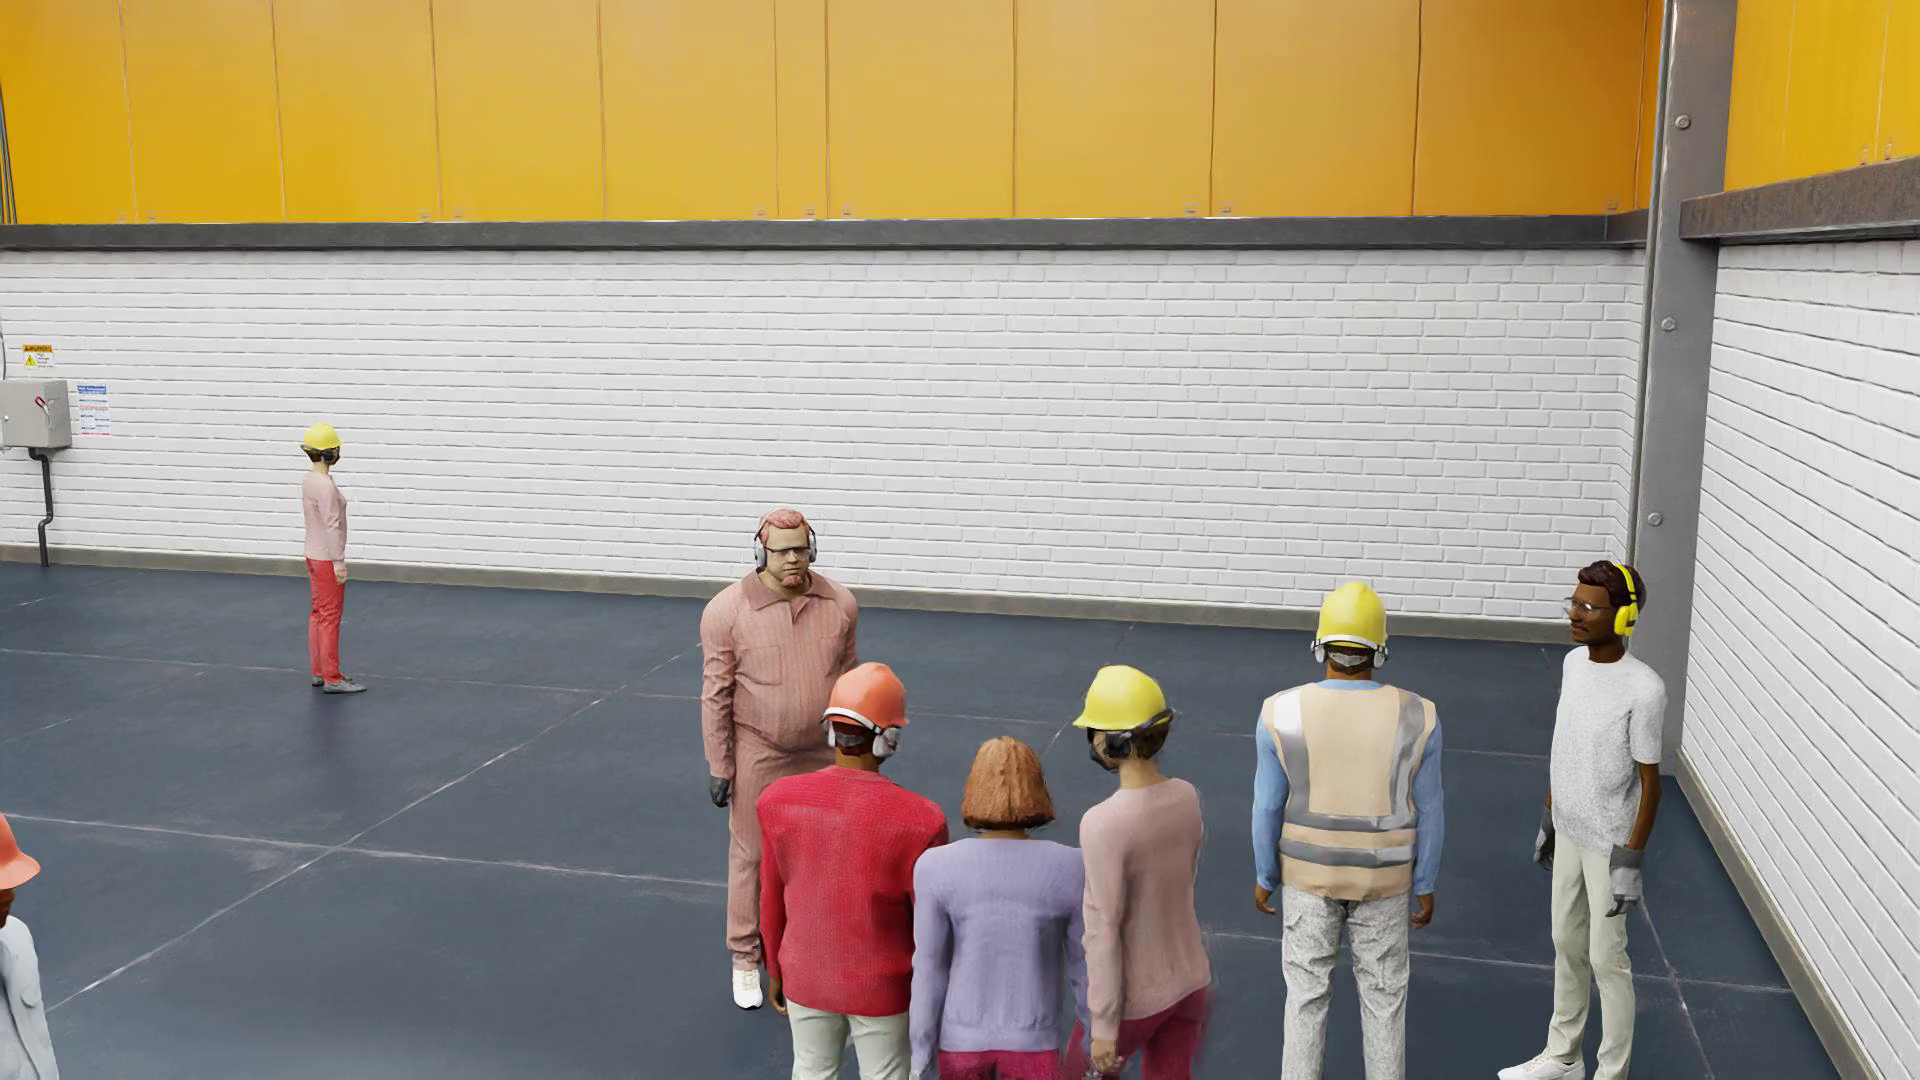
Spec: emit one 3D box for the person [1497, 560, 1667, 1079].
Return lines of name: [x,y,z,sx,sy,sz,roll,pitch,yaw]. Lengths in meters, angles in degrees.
person: [2.063,0.986,5.459,0.328,1.876,0.514,-3,10,-15]

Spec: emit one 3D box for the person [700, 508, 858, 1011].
person: [-0.653,0.820,6.340,0.651,1.906,0.402,-5,11,-27]

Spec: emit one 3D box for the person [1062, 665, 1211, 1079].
person: [0.466,1.208,4.515,0.558,1.742,0.418,-9,13,-42]

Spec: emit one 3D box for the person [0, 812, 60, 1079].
person: [-2.041,1.379,3.495,0.329,1.750,0.572,-1,10,-4]

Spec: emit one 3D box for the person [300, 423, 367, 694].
person: [-4.121,0.120,10.865,0.296,1.772,0.533,-7,12,-35]

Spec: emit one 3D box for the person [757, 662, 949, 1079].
person: [-0.279,1.195,4.622,0.578,1.737,0.355,3,10,17]

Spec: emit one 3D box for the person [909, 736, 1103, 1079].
person: [0.126,1.328,4.319,0.514,1.584,0.724,1,10,4]

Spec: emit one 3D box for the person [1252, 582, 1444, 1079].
person: [1.218,1.039,5.261,0.586,1.835,0.403,2,10,10]
